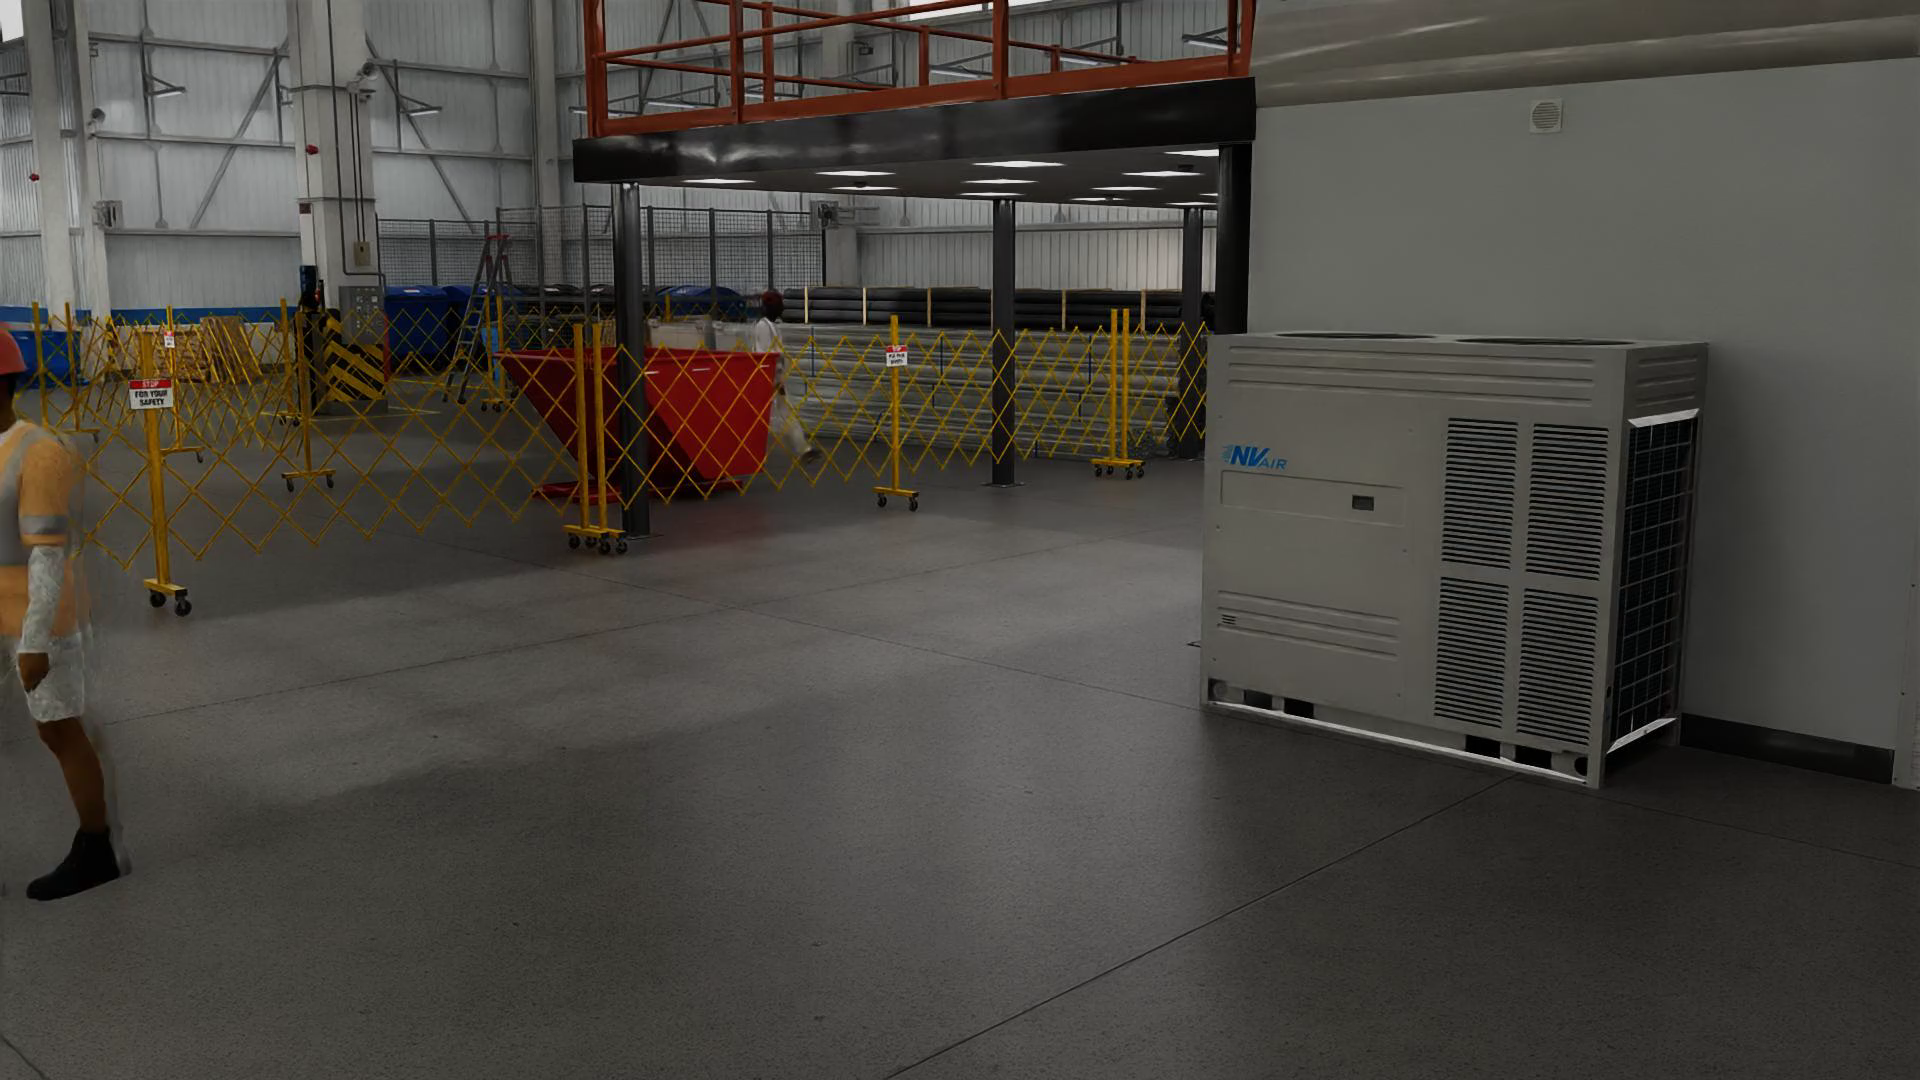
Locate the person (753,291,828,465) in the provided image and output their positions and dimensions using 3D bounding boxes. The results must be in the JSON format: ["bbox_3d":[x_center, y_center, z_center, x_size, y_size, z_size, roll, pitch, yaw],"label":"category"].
[{"bbox_3d":[-1.913,-1.670,17.381,0.989,1.827,0.583,2,9,12],"label":"person"}]

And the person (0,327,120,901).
[{"bbox_3d":[-3.102,0.267,5.268,0.578,1.907,0.800,5,11,29],"label":"person"}]
